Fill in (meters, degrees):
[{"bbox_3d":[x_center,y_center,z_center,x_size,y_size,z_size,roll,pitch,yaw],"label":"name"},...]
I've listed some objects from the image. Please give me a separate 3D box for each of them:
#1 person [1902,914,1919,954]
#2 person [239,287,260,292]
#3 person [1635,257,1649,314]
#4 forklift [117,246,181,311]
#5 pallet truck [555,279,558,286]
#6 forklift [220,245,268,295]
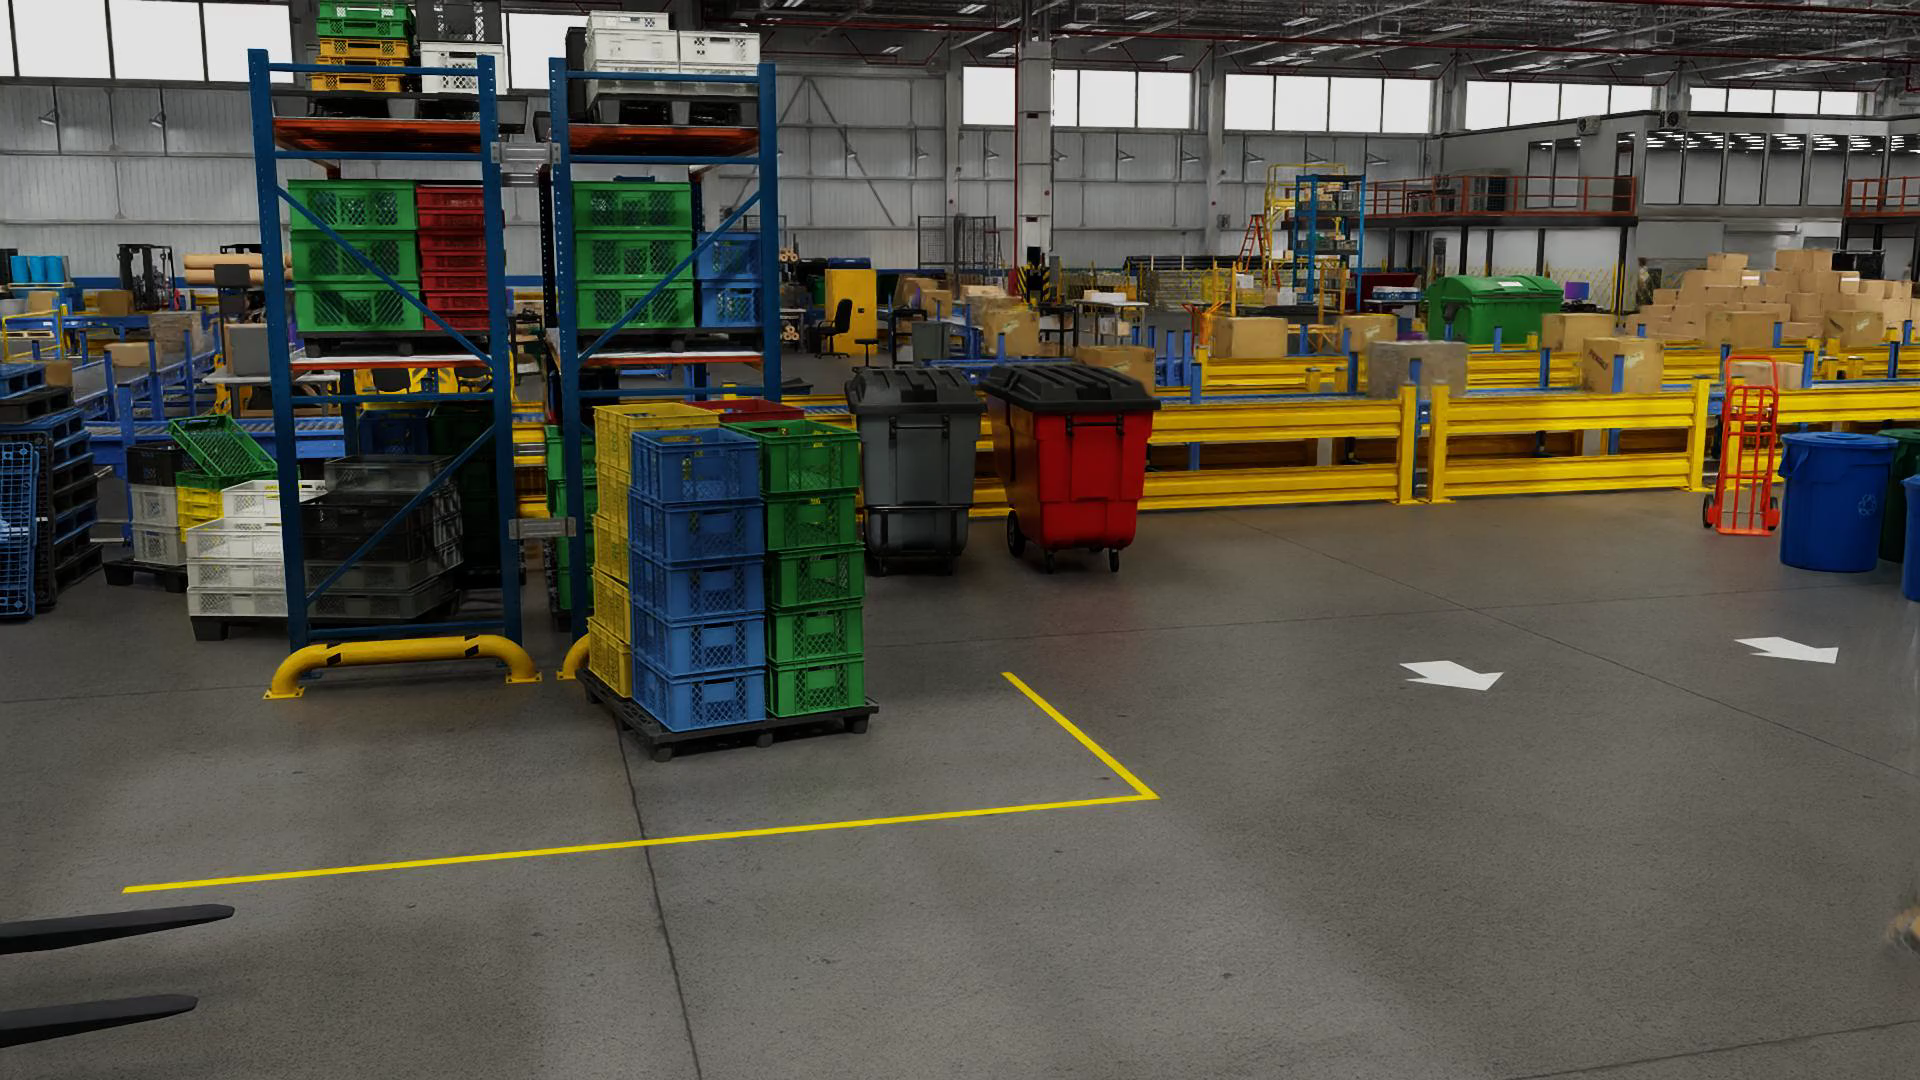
[{"bbox_3d":[3.108,0.503,4.548,0.530,1.664,0.847,-8,13,-38],"label":"person"},{"bbox_3d":[-14.708,-4.881,34.408,0.653,1.892,0.436,8,13,38],"label":"person"},{"bbox_3d":[19.359,-7.090,47.084,0.621,1.831,0.532,9,14,42],"label":"person"},{"bbox_3d":[-19.966,-6.232,40.894,1.157,1.987,2.680,-3,10,-15],"label":"forklift"},{"bbox_3d":[-10.604,-6.375,44.520,0.653,1.274,1.630,-3,10,-15],"label":"pallet truck"},{"bbox_3d":[-17.749,-6.334,41.440,1.157,1.987,2.680,-3,10,-17],"label":"forklift"}]
